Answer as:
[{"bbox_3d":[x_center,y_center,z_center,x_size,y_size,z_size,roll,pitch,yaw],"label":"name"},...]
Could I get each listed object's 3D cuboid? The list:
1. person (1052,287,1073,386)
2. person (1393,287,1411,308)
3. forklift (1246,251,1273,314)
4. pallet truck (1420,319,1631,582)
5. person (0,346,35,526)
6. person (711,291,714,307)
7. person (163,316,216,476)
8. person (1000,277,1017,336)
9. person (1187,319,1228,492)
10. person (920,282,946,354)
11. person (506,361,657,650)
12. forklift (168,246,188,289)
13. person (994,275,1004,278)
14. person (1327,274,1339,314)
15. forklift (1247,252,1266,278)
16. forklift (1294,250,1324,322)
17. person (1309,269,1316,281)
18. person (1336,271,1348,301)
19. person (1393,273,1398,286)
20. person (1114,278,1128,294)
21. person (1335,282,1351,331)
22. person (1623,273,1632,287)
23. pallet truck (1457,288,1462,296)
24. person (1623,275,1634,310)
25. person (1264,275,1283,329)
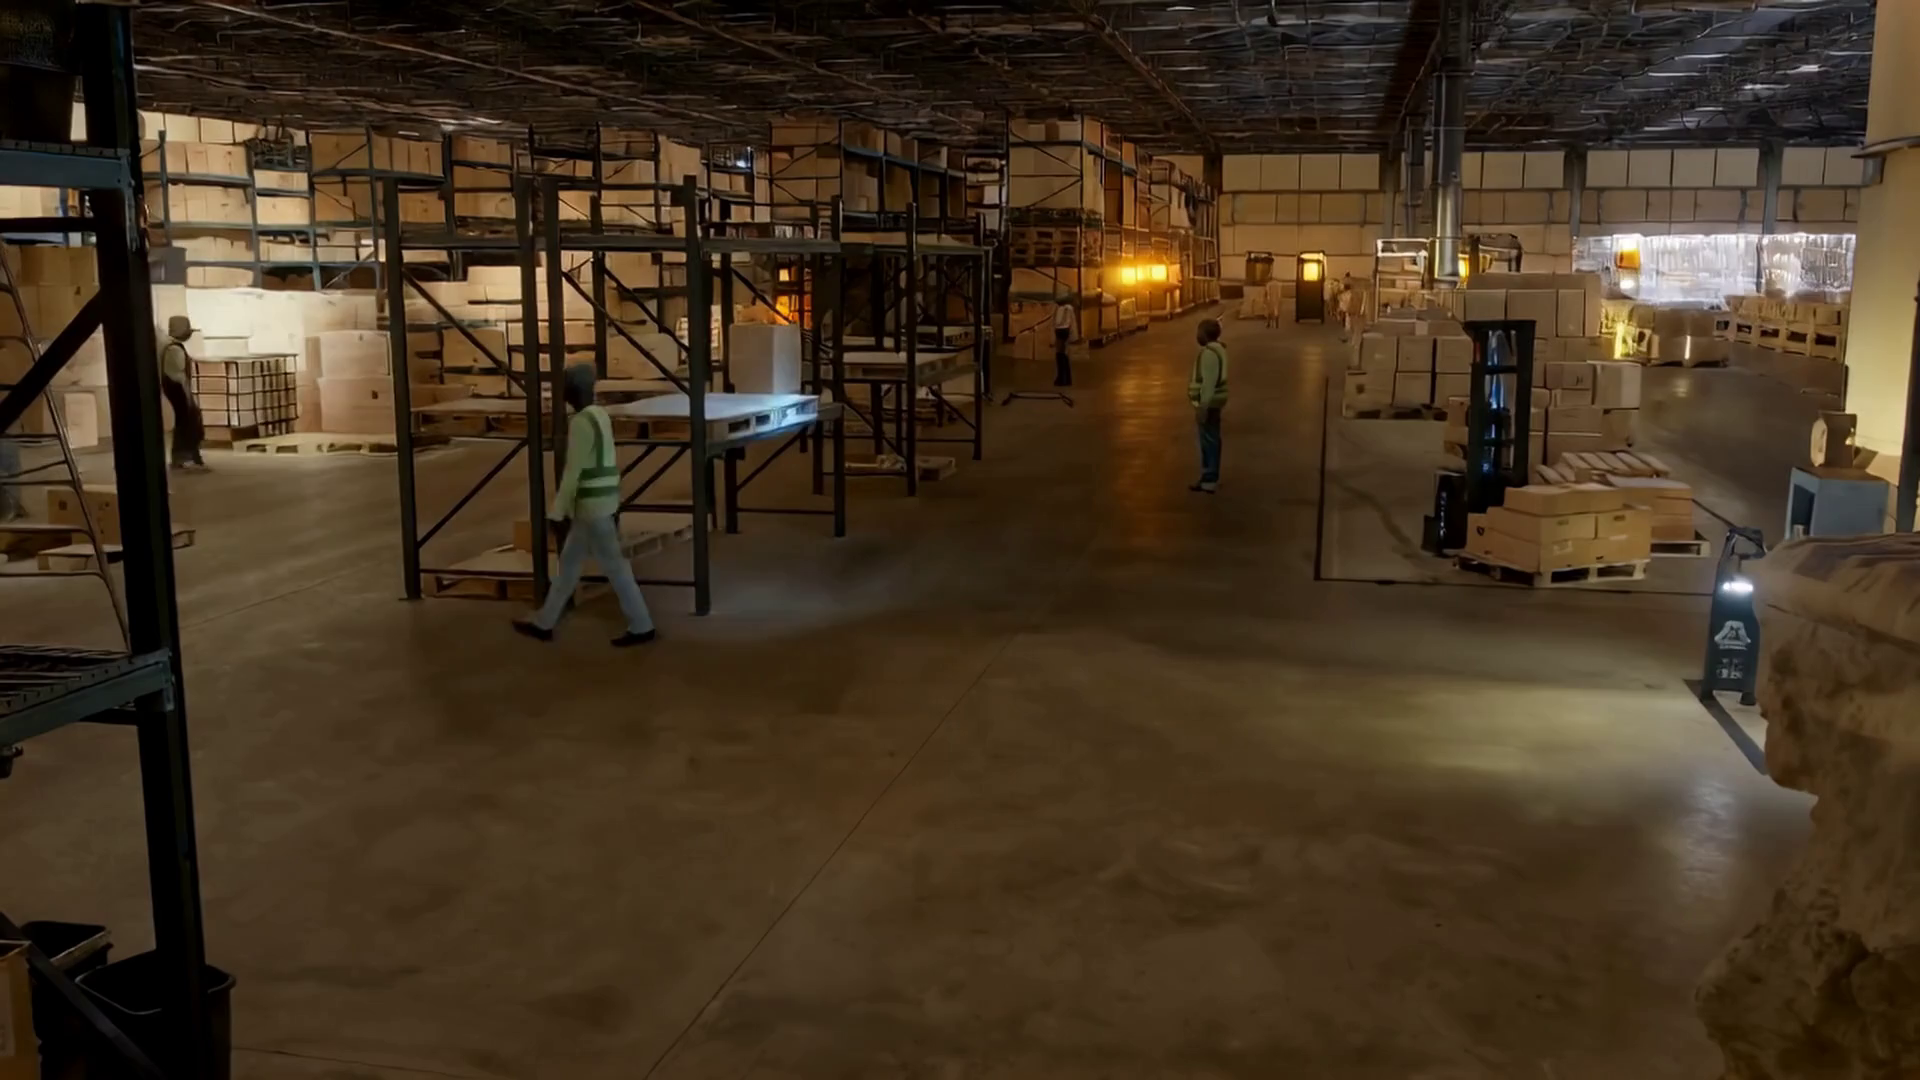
[{"bbox_3d":[2.003,-3.968,32.524,0.395,1.929,0.573,-4,10,-21],"label":"person"},{"bbox_3d":[12.502,-6.319,47.122,0.529,1.697,0.321,6,12,34],"label":"person"},{"bbox_3d":[12.958,-11.052,71.652,1.129,2.768,1.873,2,10,12],"label":"forklift"},{"bbox_3d":[4.543,-0.757,13.299,0.823,1.965,1.885,-4,10,-22],"label":"pallet truck"},{"bbox_3d":[-8.925,-1.078,15.435,0.637,1.925,0.473,5,11,27],"label":"person"},{"bbox_3d":[-7.334,-6.530,47.727,0.629,1.906,0.854,4,10,21],"label":"person"},{"bbox_3d":[-8.809,-1.640,19.010,0.500,1.826,0.566,-3,10,-20],"label":"person"},{"bbox_3d":[1.549,-7.233,51.919,0.407,1.906,0.654,-8,13,-40],"label":"person"},{"bbox_3d":[2.631,-1.429,17.742,0.430,1.845,0.619,3,10,19],"label":"person"},{"bbox_3d":[-0.878,-5.724,42.987,0.949,1.914,0.633,1,10,8],"label":"person"},{"bbox_3d":[-2.388,-0.198,10.475,0.979,1.832,0.600,-1,10,-4],"label":"person"},{"bbox_3d":[-21.320,-6.635,45.494,1.873,2.768,1.129,-6,11,-32],"label":"forklift"},{"bbox_3d":[2.169,-14.099,92.787,0.648,1.833,0.435,-1,10,-6],"label":"person"},{"bbox_3d":[16.781,-11.050,74.827,0.523,1.803,0.665,-7,12,-35],"label":"person"},{"bbox_3d":[15.110,-13.294,84.929,1.129,2.768,1.873,2,10,12],"label":"forklift"},{"bbox_3d":[13.778,-10.002,65.433,1.129,2.768,1.873,2,10,12],"label":"forklift"},{"bbox_3d":[19.671,-14.129,92.660,0.548,1.937,0.379,-7,12,-37],"label":"person"},{"bbox_3d":[17.535,-11.372,76.390,0.602,1.923,0.558,1,10,9],"label":"person"},{"bbox_3d":[23.074,-13.285,88.274,0.485,1.735,0.346,-7,12,-35],"label":"person"},{"bbox_3d":[7.868,-12.165,81.280,0.649,1.866,0.983,1,10,4],"label":"person"},{"bbox_3d":[13.270,-8.081,57.602,0.548,1.673,0.521,2,10,14],"label":"person"},{"bbox_3d":[29.541,-10.918,73.819,0.867,1.876,0.650,5,11,28],"label":"person"},{"bbox_3d":[20.506,-9.785,68.819,0.653,1.274,1.630,2,10,12],"label":"pallet truck"},{"bbox_3d":[29.189,-10.628,72.360,0.764,1.788,0.660,1,10,6],"label":"person"},{"bbox_3d":[11.191,-8.492,59.373,0.642,1.909,0.399,2,10,12],"label":"person"}]
